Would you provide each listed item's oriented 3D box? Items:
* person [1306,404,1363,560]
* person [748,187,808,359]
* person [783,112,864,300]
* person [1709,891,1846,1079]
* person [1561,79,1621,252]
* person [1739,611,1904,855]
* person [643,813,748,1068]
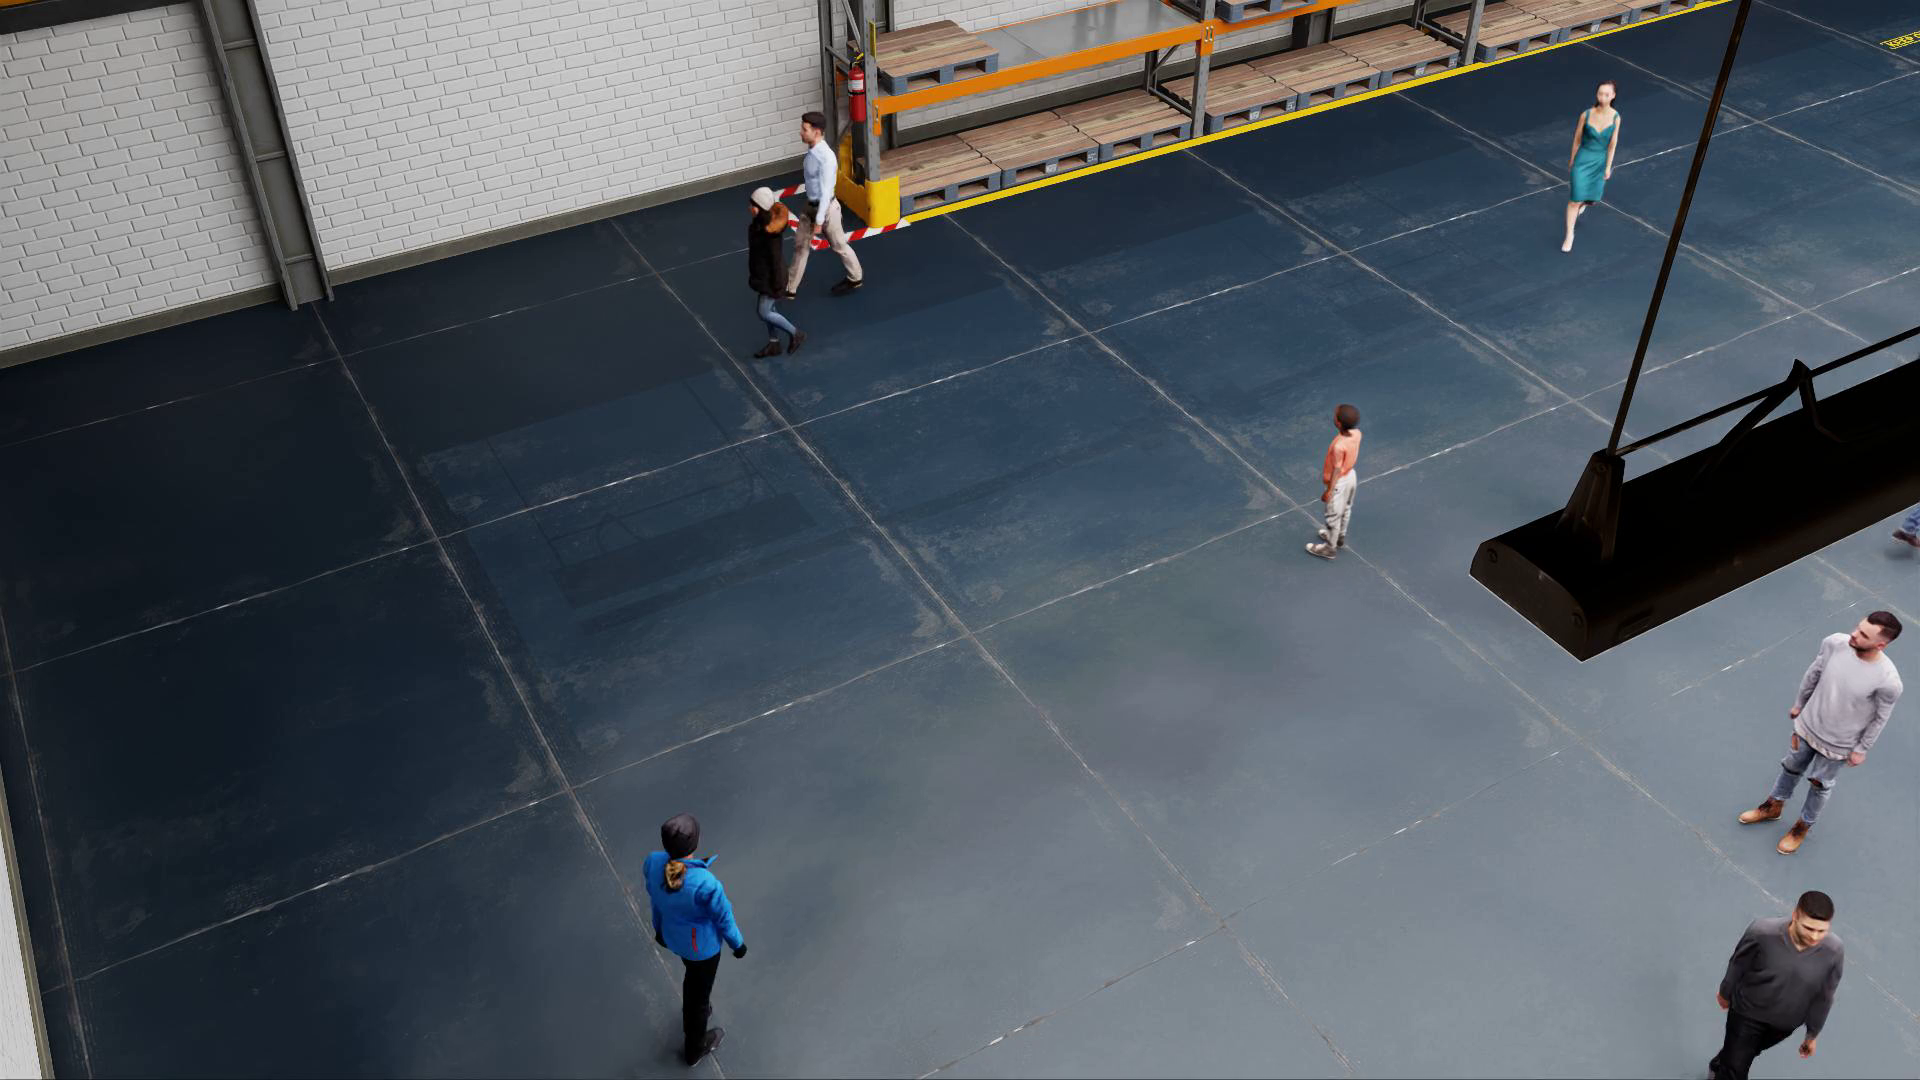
[{"bbox_3d":[2.815,-0.440,12.269,0.608,1.310,0.504,28,46,30],"label":"person"},{"bbox_3d":[-1.580,-2.294,14.337,0.759,1.625,0.687,-12,40,-15],"label":"person"},{"bbox_3d":[-1.176,-2.994,15.077,1.196,1.796,0.709,-17,42,-20],"label":"person"},{"bbox_3d":[4.096,2.323,8.467,0.958,1.737,0.988,5,39,7],"label":"person"},{"bbox_3d":[6.053,-3.604,15.947,0.886,1.664,0.968,12,40,15],"label":"person"},{"bbox_3d":[5.186,1.109,9.904,0.566,1.839,0.679,-18,42,-22],"label":"person"},{"bbox_3d":[-1.443,2.154,8.640,0.736,1.785,0.765,25,45,28],"label":"person"}]
